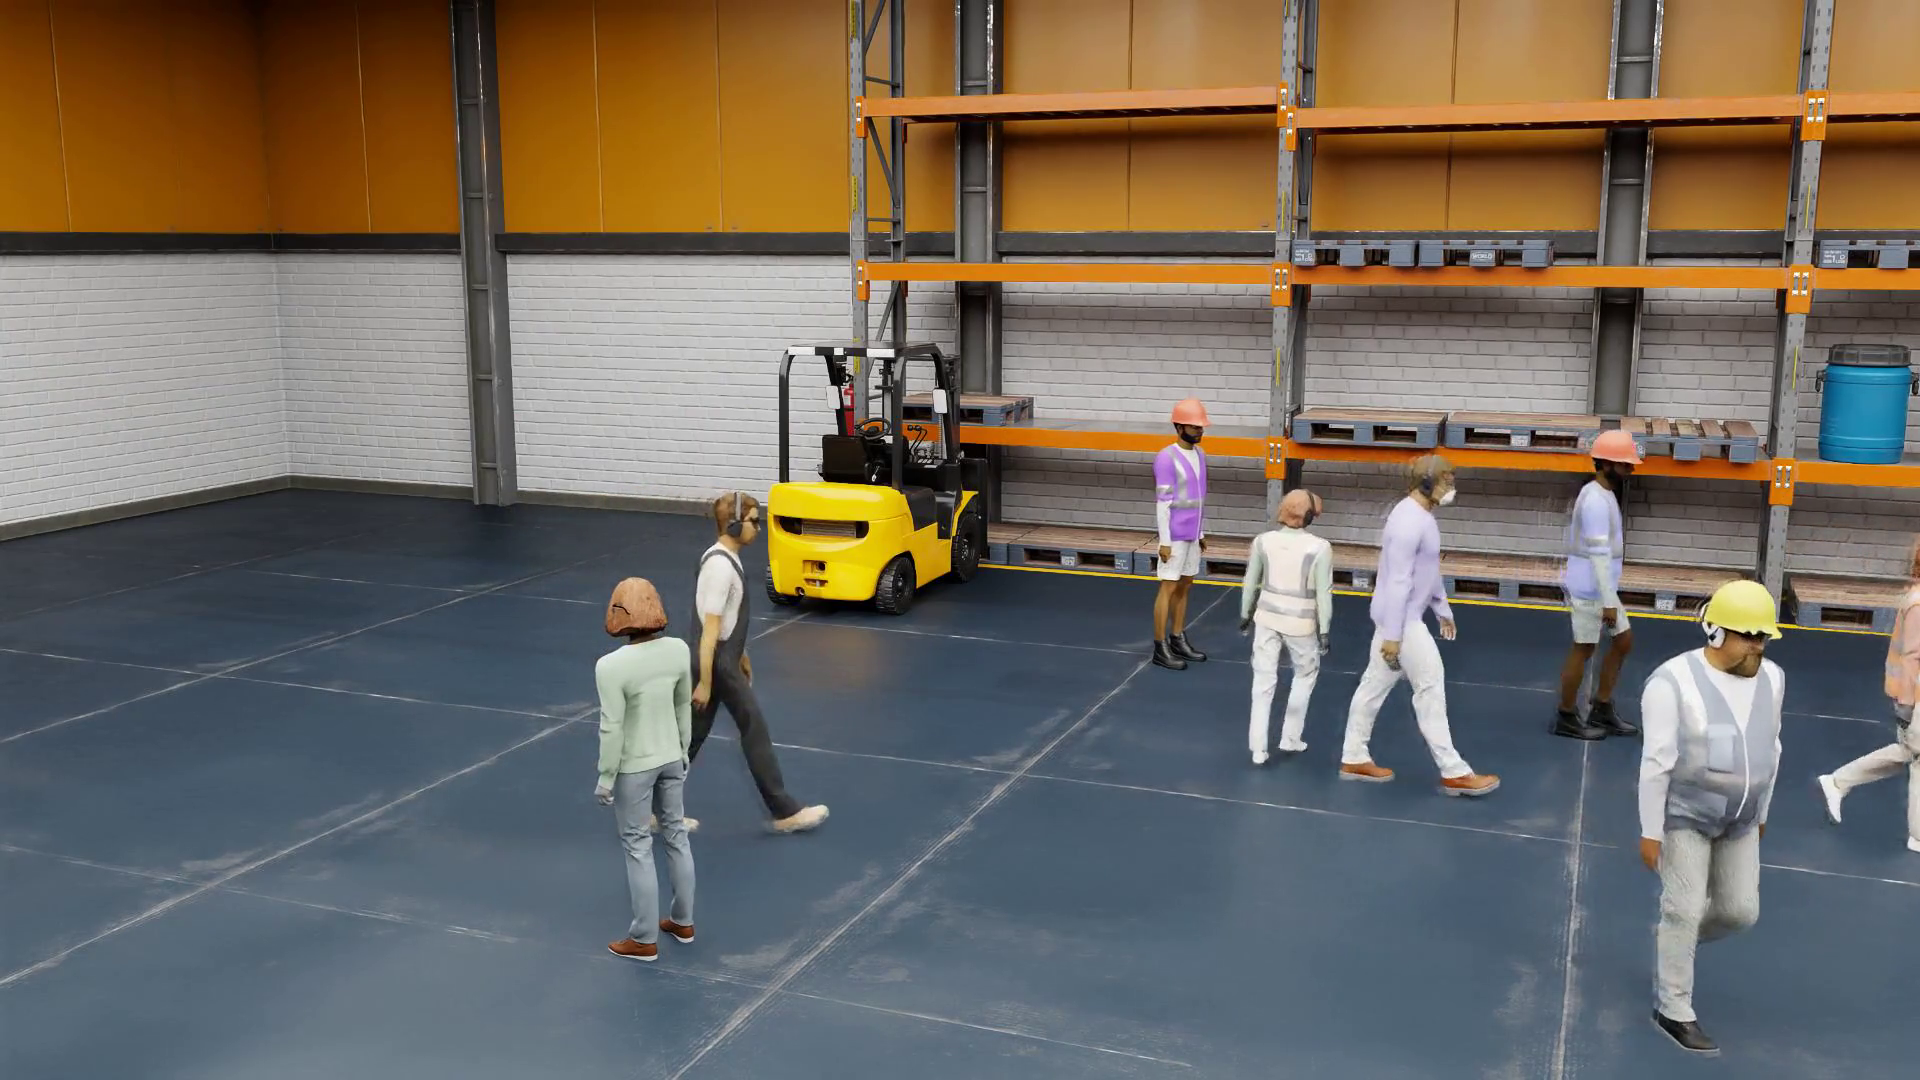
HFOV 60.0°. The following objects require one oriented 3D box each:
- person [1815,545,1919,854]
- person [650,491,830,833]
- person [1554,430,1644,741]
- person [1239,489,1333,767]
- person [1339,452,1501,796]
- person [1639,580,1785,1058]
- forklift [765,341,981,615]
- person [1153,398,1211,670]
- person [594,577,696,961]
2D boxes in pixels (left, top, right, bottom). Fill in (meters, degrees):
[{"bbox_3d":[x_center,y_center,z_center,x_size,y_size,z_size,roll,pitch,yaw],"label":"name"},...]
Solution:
[{"bbox_3d":[4.703,0.753,8.298,0.635,1.615,0.523,7,12,34],"label":"person"},{"bbox_3d":[-1.206,0.642,8.475,0.968,1.788,0.516,-2,10,-13],"label":"person"},{"bbox_3d":[3.929,0.293,10.022,0.629,1.916,0.587,5,11,25],"label":"person"},{"bbox_3d":[1.901,0.500,9.690,0.634,1.608,0.632,7,12,33],"label":"person"},{"bbox_3d":[2.568,0.463,9.151,0.964,1.888,0.661,3,11,17],"label":"person"},{"bbox_3d":[2.812,1.015,6.311,0.620,1.811,0.548,-2,10,-12],"label":"person"},{"bbox_3d":[-0.739,-0.602,14.246,1.214,2.155,2.313,4,11,21],"label":"forklift"},{"bbox_3d":[1.608,-0.051,11.891,0.379,1.937,0.548,8,13,39],"label":"person"},{"bbox_3d":[-1.339,0.966,7.072,0.267,1.632,0.507,8,13,37],"label":"person"}]
